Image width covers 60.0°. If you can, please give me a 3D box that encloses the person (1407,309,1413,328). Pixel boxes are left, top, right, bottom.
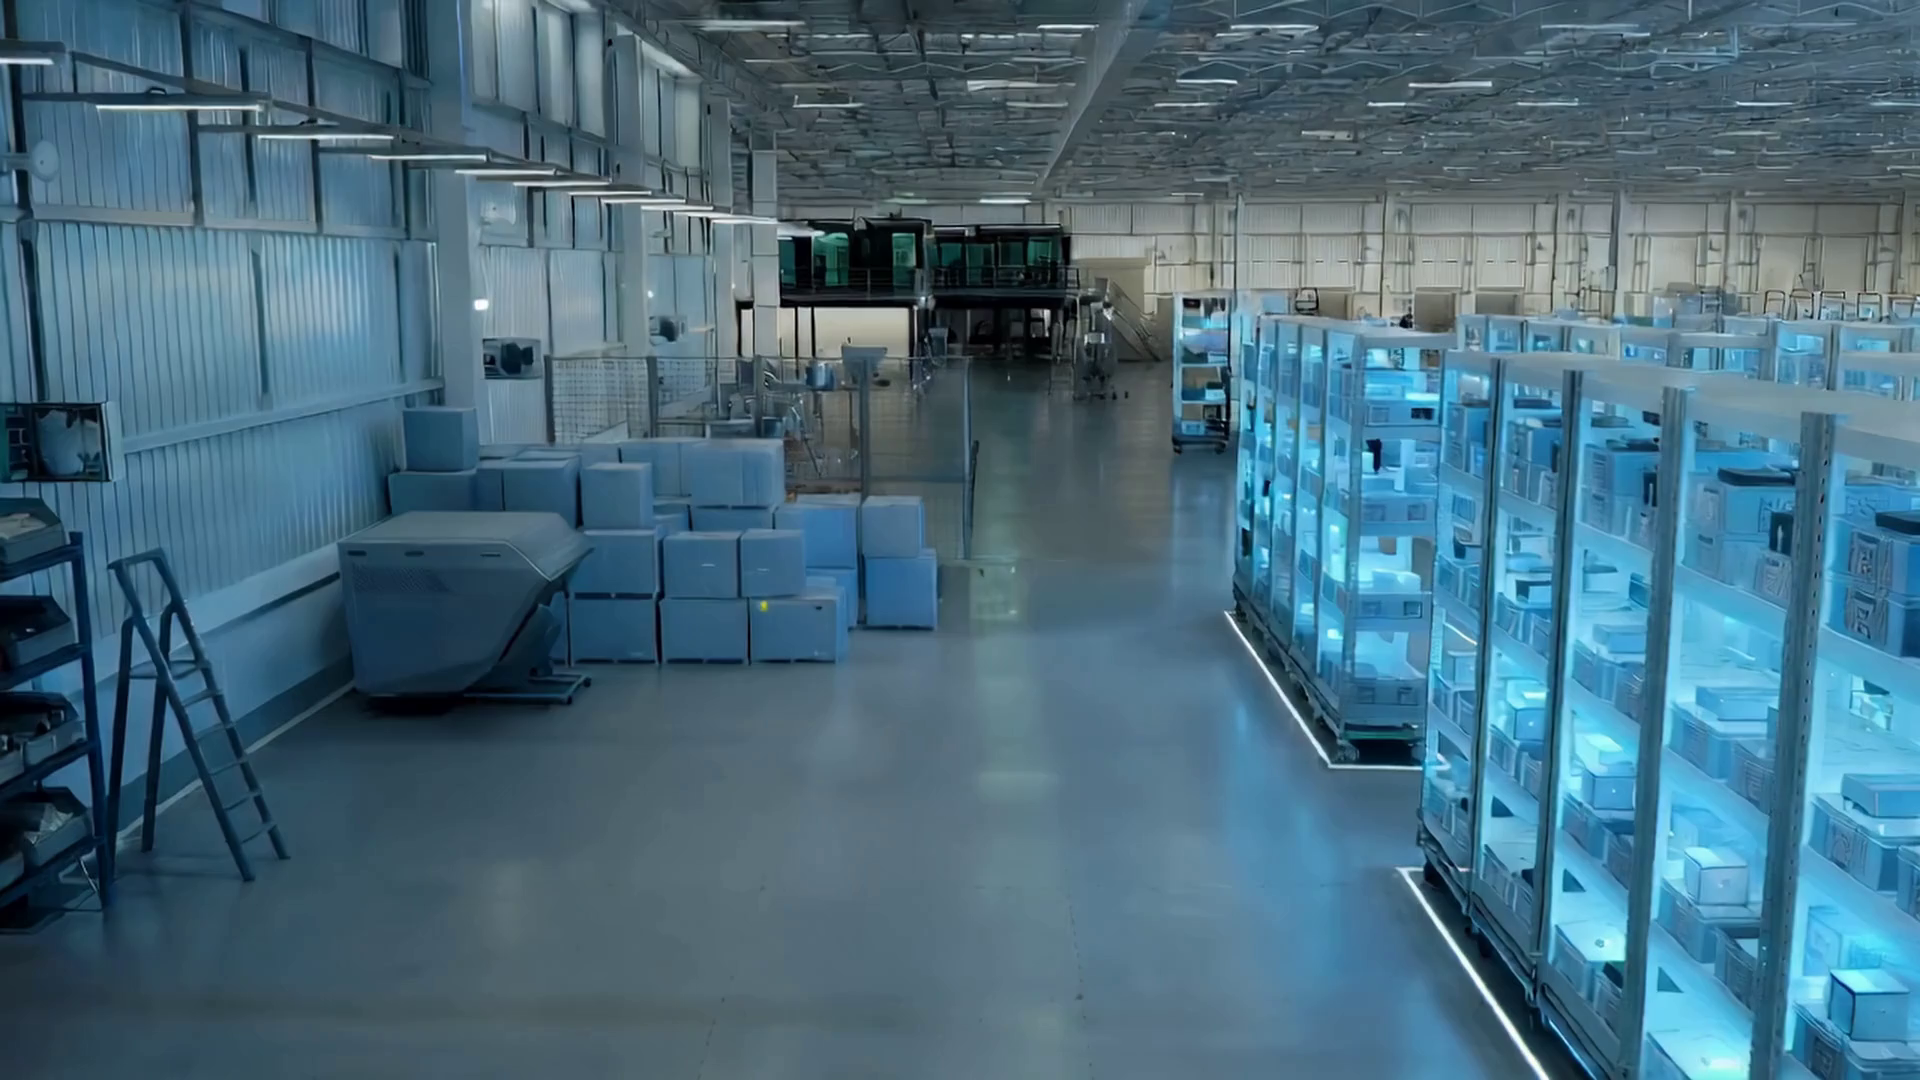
[{"bbox_3d":[25.526,-12.161,94.557,0.390,1.918,0.586,9,13,43],"label":"person"}]

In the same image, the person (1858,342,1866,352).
[{"bbox_3d":[31.497,-6.081,57.991,0.766,1.597,0.510,6,11,31],"label":"person"}]

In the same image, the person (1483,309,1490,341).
[{"bbox_3d":[30.725,-12.504,96.895,0.429,1.844,0.626,-2,9,-11],"label":"person"}]

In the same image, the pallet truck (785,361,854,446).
[{"bbox_3d":[-3.410,-3.193,38.978,1.885,1.965,0.823,0,9,-1],"label":"pallet truck"}]

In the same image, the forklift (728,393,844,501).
[{"bbox_3d":[-2.979,-1.316,26.476,2.680,1.987,1.157,0,9,1],"label":"forklift"}]

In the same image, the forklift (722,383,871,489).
[{"bbox_3d":[-2.893,-1.687,28.729,2.680,1.987,1.157,0,9,-1],"label":"forklift"}]

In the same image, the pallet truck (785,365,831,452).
[{"bbox_3d":[-3.774,-2.976,37.635,1.885,1.965,0.823,1,9,5],"label":"pallet truck"}]

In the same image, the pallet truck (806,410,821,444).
[{"bbox_3d":[-3.559,-2.018,33.905,1.522,1.261,0.704,0,9,-1],"label":"pallet truck"}]

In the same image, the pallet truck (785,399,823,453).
[{"bbox_3d":[-3.814,-2.432,36.419,1.630,1.274,0.653,0,9,1],"label":"pallet truck"}]

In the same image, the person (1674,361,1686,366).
[{"bbox_3d":[16.995,-3.304,39.518,0.375,2.044,0.605,-1,9,-9],"label":"person"}]

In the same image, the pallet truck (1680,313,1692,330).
[{"bbox_3d":[36.315,-10.531,84.244,0.823,1.965,1.885,-6,11,-33],"label":"pallet truck"}]

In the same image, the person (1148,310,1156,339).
[{"bbox_3d":[11.279,-12.641,97.767,0.446,1.829,0.652,1,9,6],"label":"person"}]

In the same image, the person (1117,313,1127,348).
[{"bbox_3d":[8.609,-11.145,88.460,0.583,1.863,0.752,-8,12,-41],"label":"person"}]

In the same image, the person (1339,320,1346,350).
[{"bbox_3d":[17.599,-9.125,75.966,0.467,1.872,0.585,-7,11,-36],"label":"person"}]

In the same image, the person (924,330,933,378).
[{"bbox_3d":[-1.210,-7.153,63.872,0.345,1.846,0.508,3,10,20],"label":"person"}]

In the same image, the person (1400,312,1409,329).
[{"bbox_3d":[24.173,-11.483,90.527,0.519,1.865,0.327,-2,9,-13],"label":"person"}]

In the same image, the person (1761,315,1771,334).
[{"bbox_3d":[40.926,-10.466,84.216,0.648,1.891,1.028,1,9,7],"label":"person"}]

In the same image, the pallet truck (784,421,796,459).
[{"bbox_3d":[-4.013,-1.793,32.705,1.601,1.201,0.680,0,9,1],"label":"pallet truck"}]
